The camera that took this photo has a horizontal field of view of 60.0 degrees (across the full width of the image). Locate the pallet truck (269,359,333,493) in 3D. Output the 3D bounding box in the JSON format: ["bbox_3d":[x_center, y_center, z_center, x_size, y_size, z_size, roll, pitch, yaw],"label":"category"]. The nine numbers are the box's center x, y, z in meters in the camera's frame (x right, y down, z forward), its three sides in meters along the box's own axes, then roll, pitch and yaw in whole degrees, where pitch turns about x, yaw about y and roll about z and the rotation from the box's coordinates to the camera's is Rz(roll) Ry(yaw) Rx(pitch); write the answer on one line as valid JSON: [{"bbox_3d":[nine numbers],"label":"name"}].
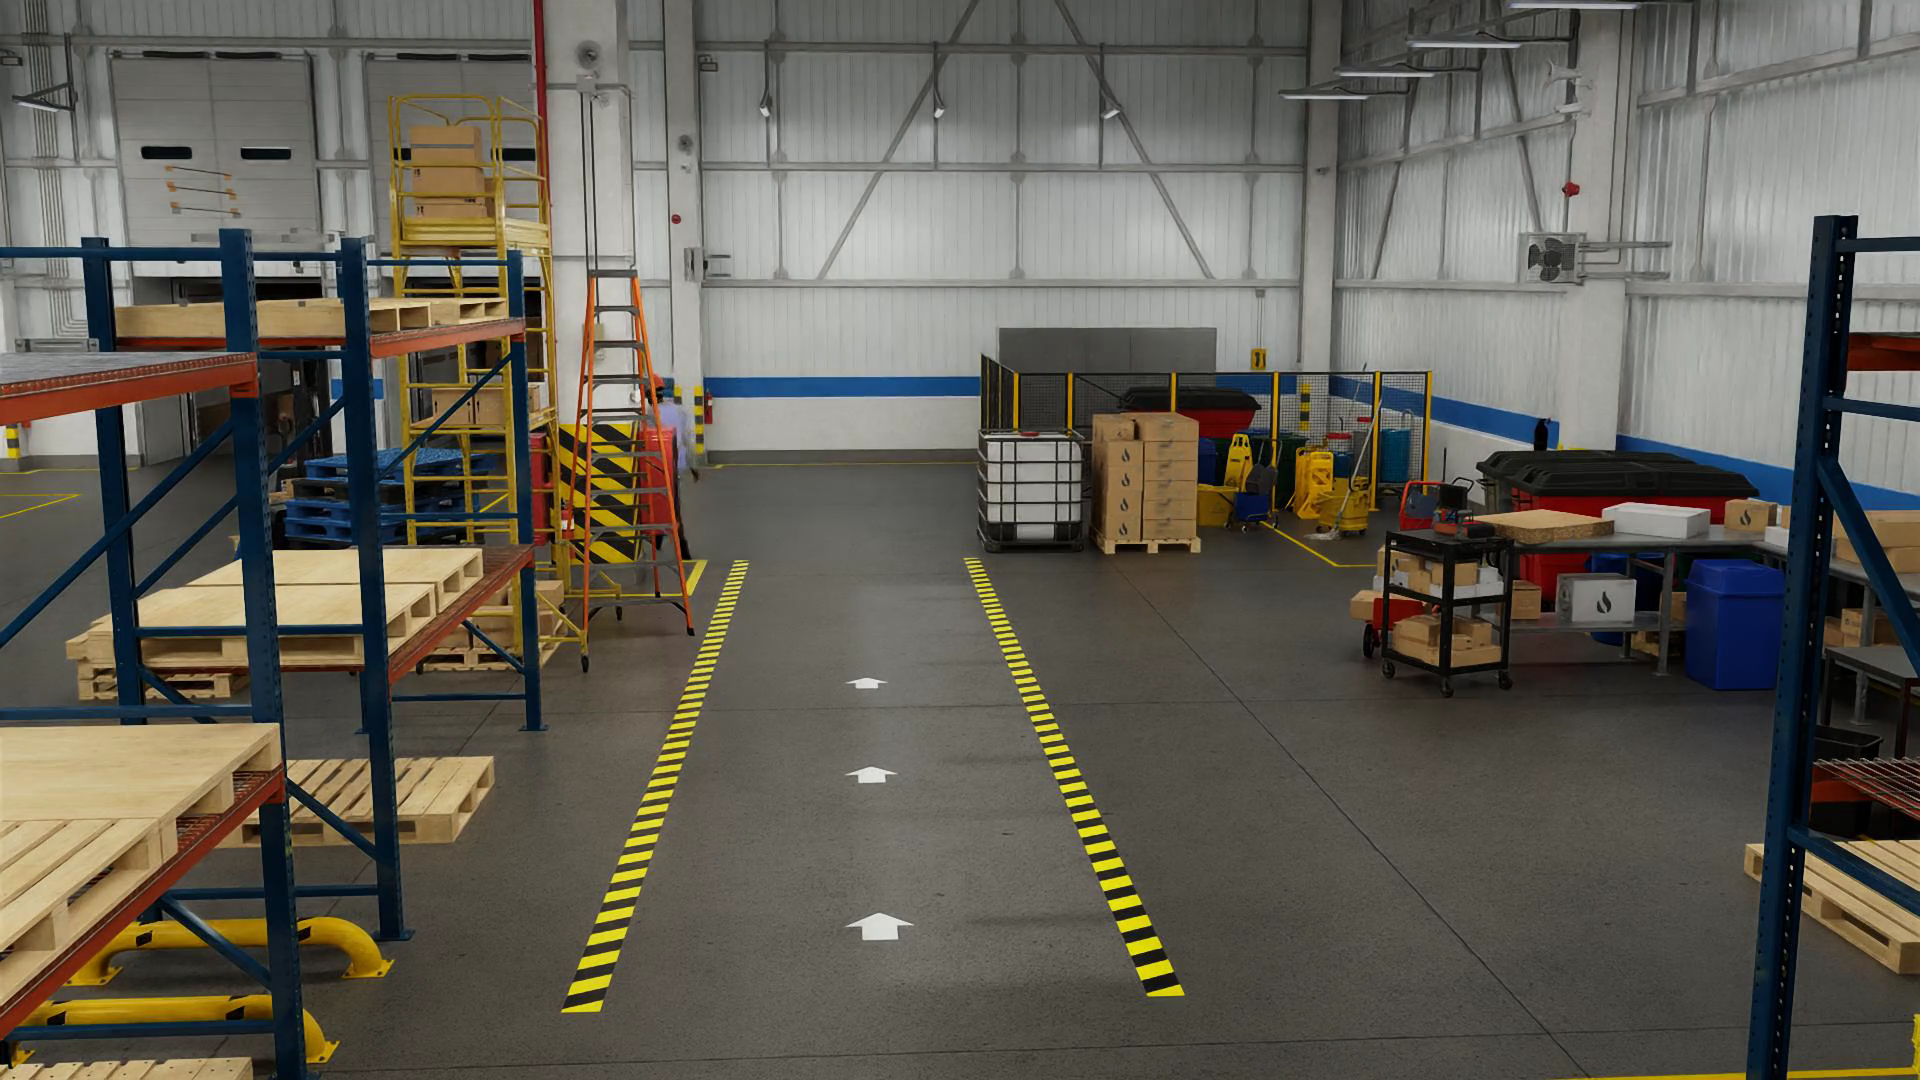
[{"bbox_3d":[-7.062,-1.131,18.996,1.885,1.965,0.823,2,9,13],"label":"pallet truck"}]

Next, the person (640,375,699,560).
[{"bbox_3d":[-3.033,-0.752,17.039,0.607,1.859,1.005,-8,12,-41],"label":"person"}]
